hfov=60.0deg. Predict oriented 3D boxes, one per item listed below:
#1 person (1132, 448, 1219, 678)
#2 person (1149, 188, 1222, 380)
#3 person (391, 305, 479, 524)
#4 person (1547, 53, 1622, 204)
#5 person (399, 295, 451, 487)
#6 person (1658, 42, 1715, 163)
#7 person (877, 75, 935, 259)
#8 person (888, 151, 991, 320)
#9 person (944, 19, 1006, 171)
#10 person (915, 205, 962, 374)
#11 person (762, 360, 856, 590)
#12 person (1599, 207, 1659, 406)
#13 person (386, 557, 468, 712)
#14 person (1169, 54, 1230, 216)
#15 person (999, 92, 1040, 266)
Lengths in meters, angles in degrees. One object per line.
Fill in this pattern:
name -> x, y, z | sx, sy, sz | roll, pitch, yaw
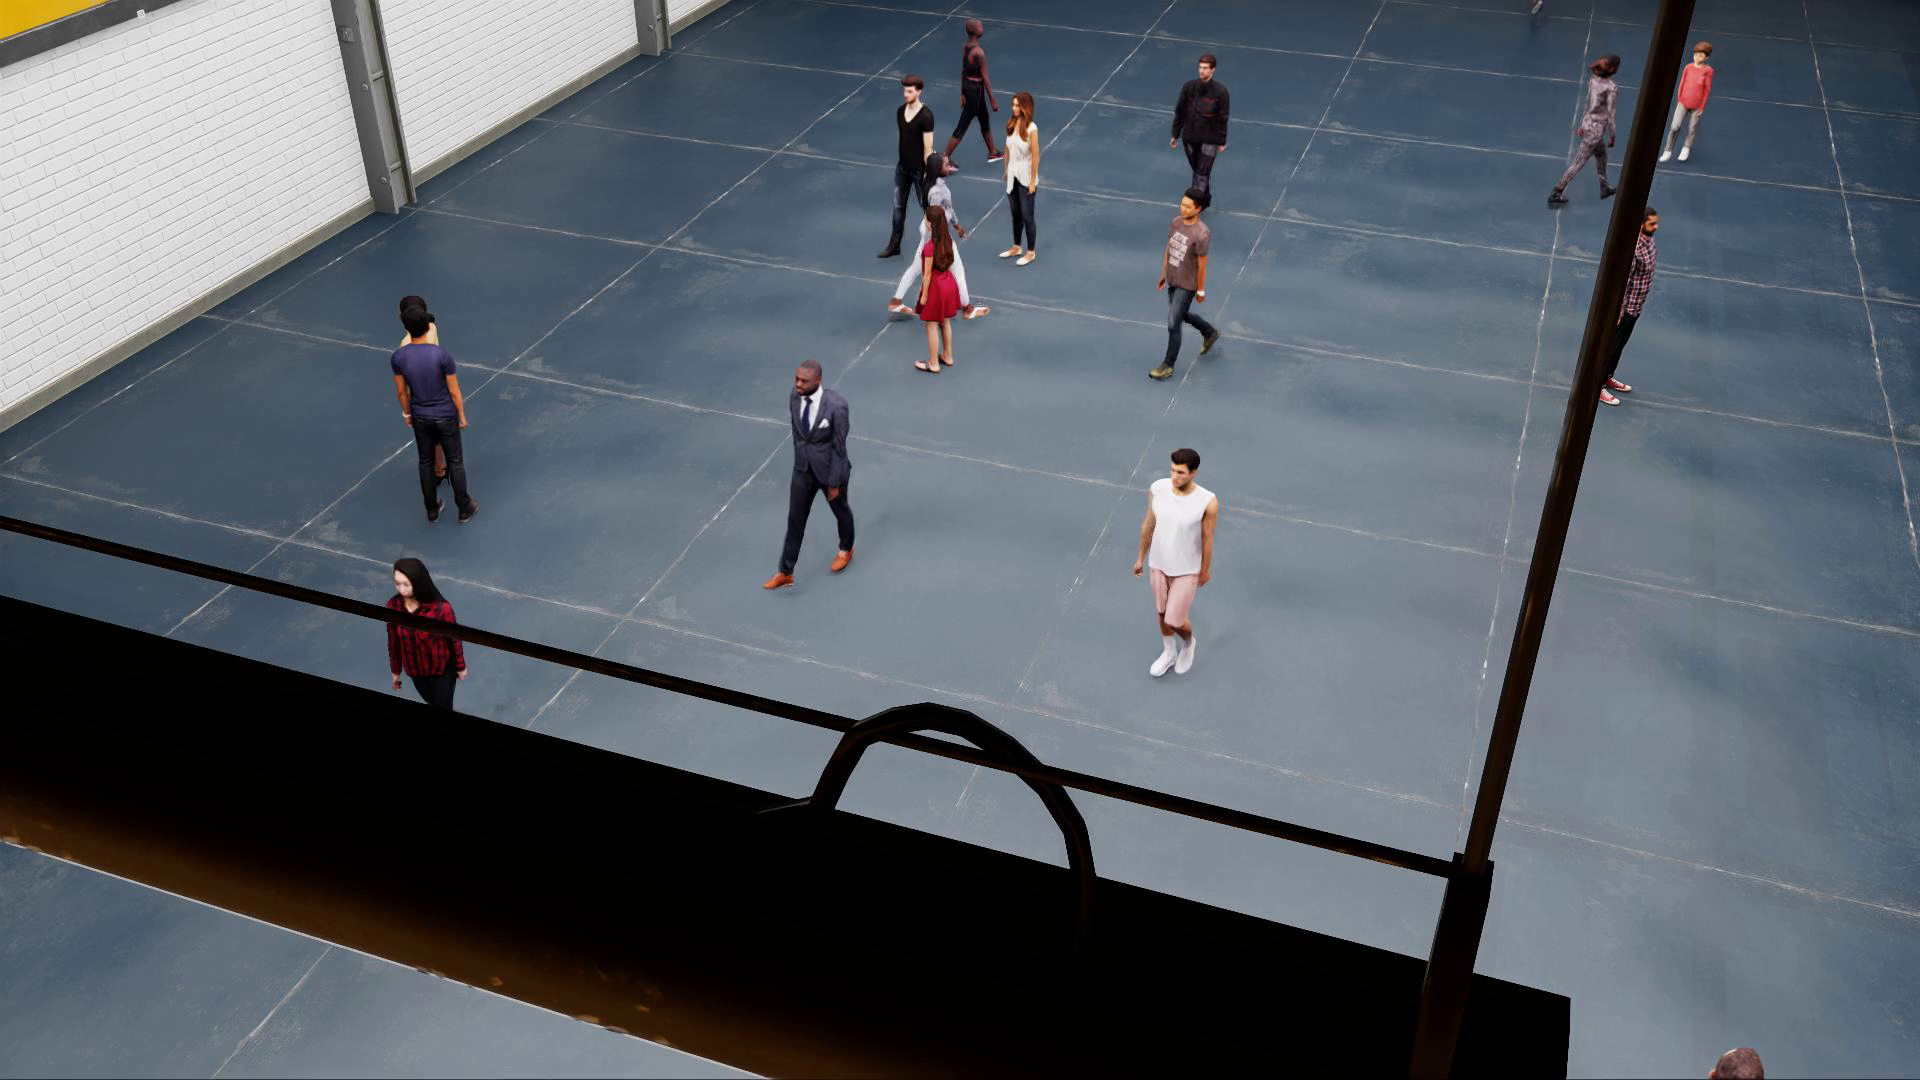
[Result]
person -> 1.497, 0.124, 11.195 | 0.750, 1.775, 0.790 | 24, 41, 32
person -> 2.074, -2.324, 14.897 | 1.147, 1.754, 1.063 | -17, 37, -23
person -> -4.059, -0.952, 12.804 | 0.701, 1.786, 0.673 | 0, 34, -1
person -> 6.843, -4.428, 18.146 | 1.037, 1.662, 1.139 | -6, 34, -9
person -> -4.256, -1.199, 13.295 | 0.635, 1.653, 0.471 | 10, 35, 14
person -> 8.565, -5.104, 19.404 | 0.665, 1.394, 0.877 | 22, 39, 29
person -> -0.395, -3.840, 17.081 | 0.985, 1.862, 1.230 | 27, 42, 35
person -> -0.323, -2.840, 15.745 | 1.041, 1.676, 1.213 | -4, 34, -6
person -> 0.068, -5.037, 19.017 | 1.186, 1.711, 1.150 | -14, 36, -19
person -> -0.190, -2.268, 14.998 | 0.684, 1.549, 0.612 | 21, 39, 28
person -> -0.964, -0.530, 12.166 | 0.809, 1.789, 1.165 | 17, 37, 23
person -> 5.814, -2.073, 14.513 | 0.815, 1.761, 0.649 | 22, 40, 30
person -> -3.266, 0.739, 10.388 | 0.606, 1.645, 0.593 | 8, 34, 12
person -> 2.629, -4.310, 17.853 | 0.917, 1.789, 1.211 | 20, 39, 28
person -> 0.642, -3.678, 16.907 | 0.695, 1.784, 0.684 | -24, 41, -32
